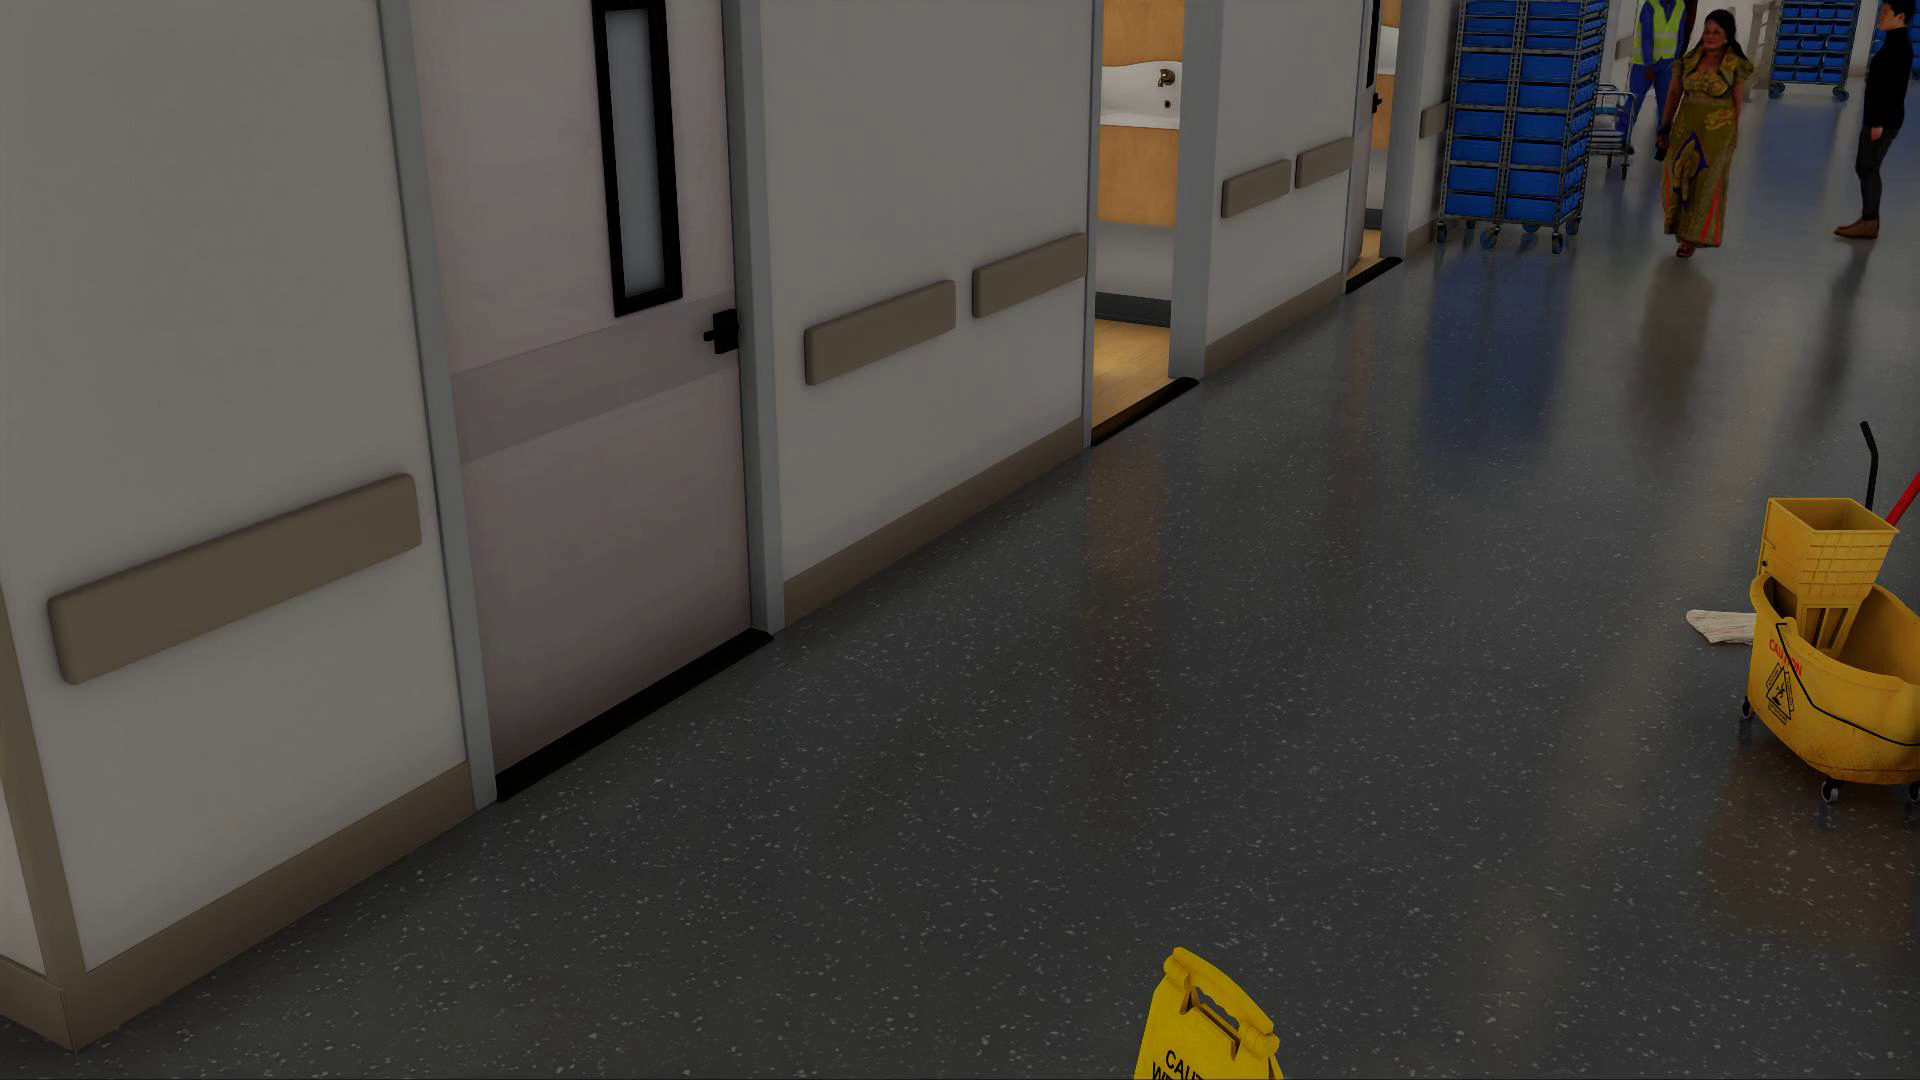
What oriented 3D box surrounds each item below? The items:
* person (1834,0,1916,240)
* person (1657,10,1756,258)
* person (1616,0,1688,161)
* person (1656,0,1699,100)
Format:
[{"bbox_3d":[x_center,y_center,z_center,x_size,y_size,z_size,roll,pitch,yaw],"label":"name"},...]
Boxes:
[{"bbox_3d":[6.709,-3.075,12.096,0.728,1.721,0.497,9,23,23],"label":"person"},{"bbox_3d":[5.148,-2.796,11.508,0.793,1.616,1.190,15,25,34],"label":"person"},{"bbox_3d":[6.561,-4.523,15.858,1.087,1.764,1.275,-2,21,-6],"label":"person"},{"bbox_3d":[9.034,-6.400,20.967,0.623,1.655,0.570,7,22,18],"label":"person"}]
